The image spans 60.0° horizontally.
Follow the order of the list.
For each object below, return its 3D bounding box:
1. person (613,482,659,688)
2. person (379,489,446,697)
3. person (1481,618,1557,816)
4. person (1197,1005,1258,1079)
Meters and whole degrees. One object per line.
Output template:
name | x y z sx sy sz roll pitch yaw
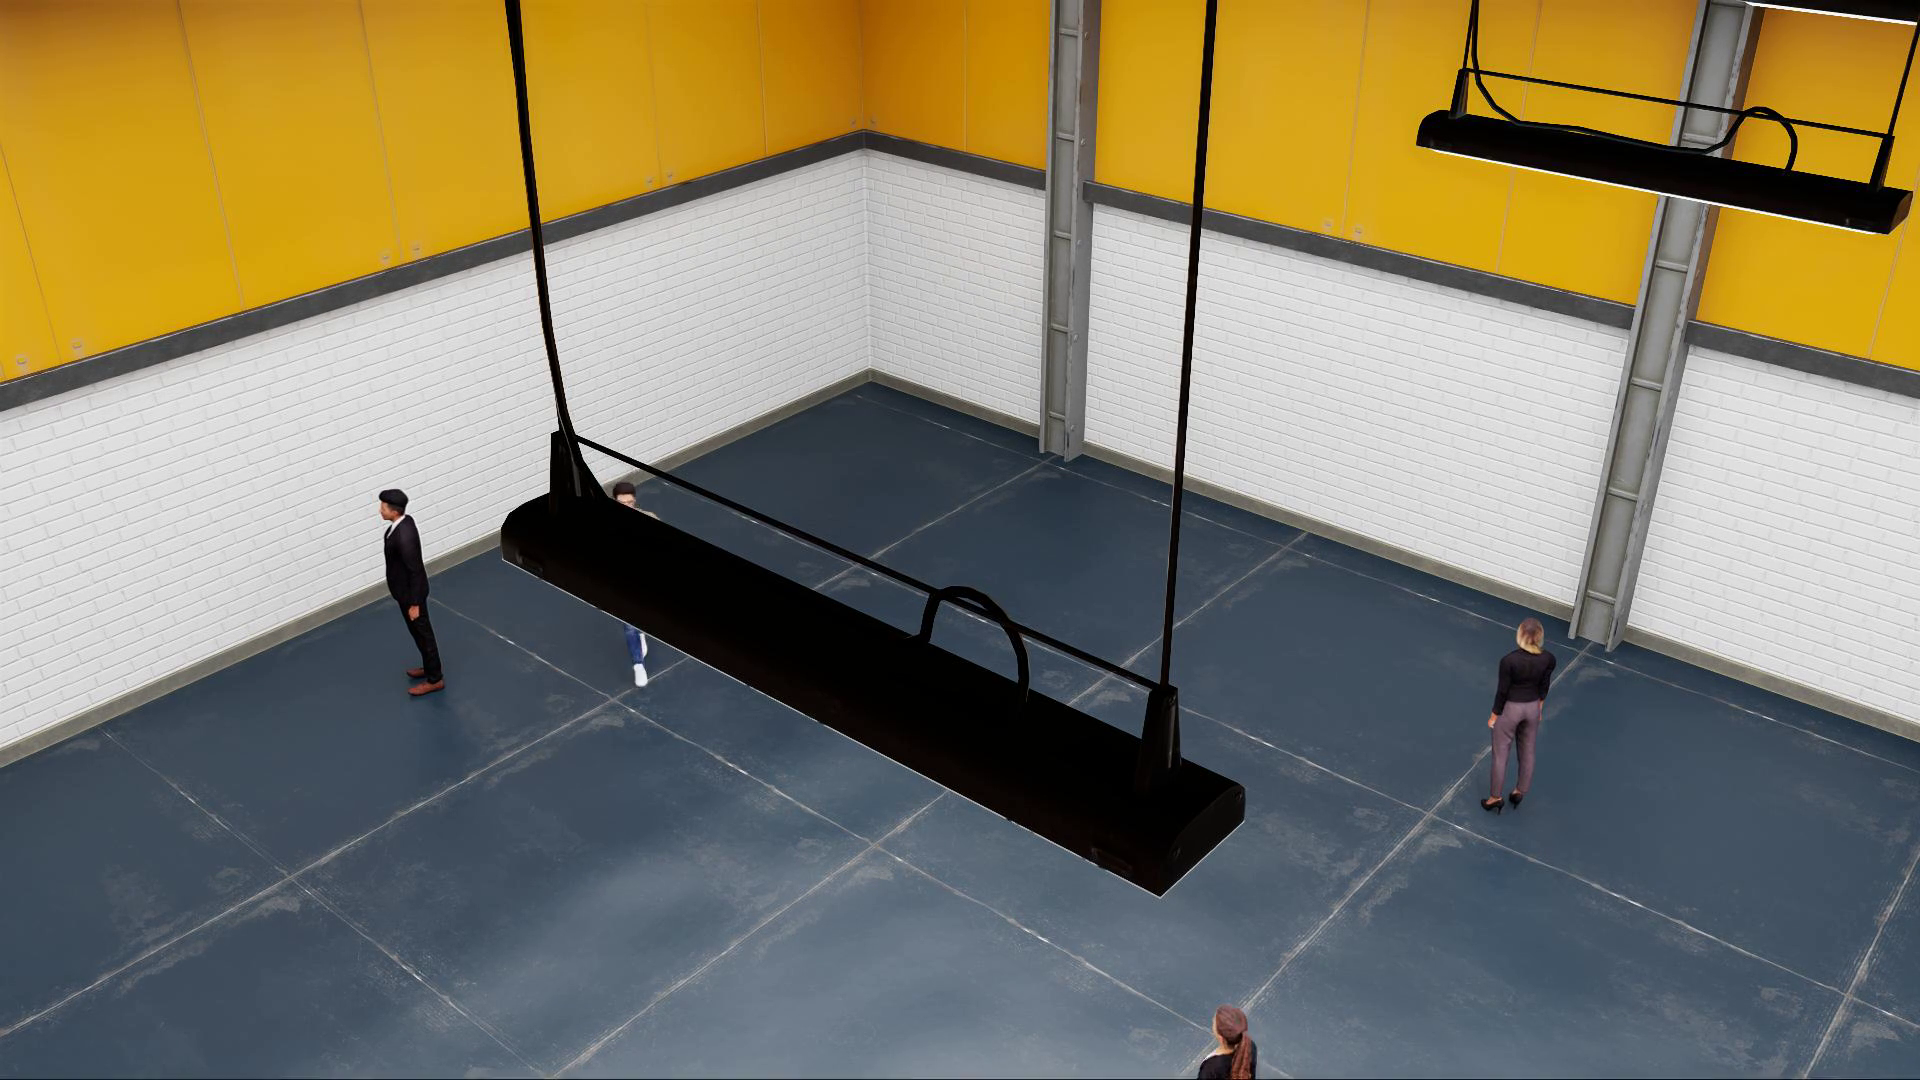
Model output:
person | -2.787 0.275 14.158 1.081 1.807 1.243 -8 30 -14
person | -4.554 0.409 13.835 0.837 1.881 0.693 -10 30 -17
person | 4.155 1.319 12.387 0.678 1.670 0.714 -6 29 -11
person | 1.494 3.188 9.086 0.640 1.549 0.663 -17 33 -28
